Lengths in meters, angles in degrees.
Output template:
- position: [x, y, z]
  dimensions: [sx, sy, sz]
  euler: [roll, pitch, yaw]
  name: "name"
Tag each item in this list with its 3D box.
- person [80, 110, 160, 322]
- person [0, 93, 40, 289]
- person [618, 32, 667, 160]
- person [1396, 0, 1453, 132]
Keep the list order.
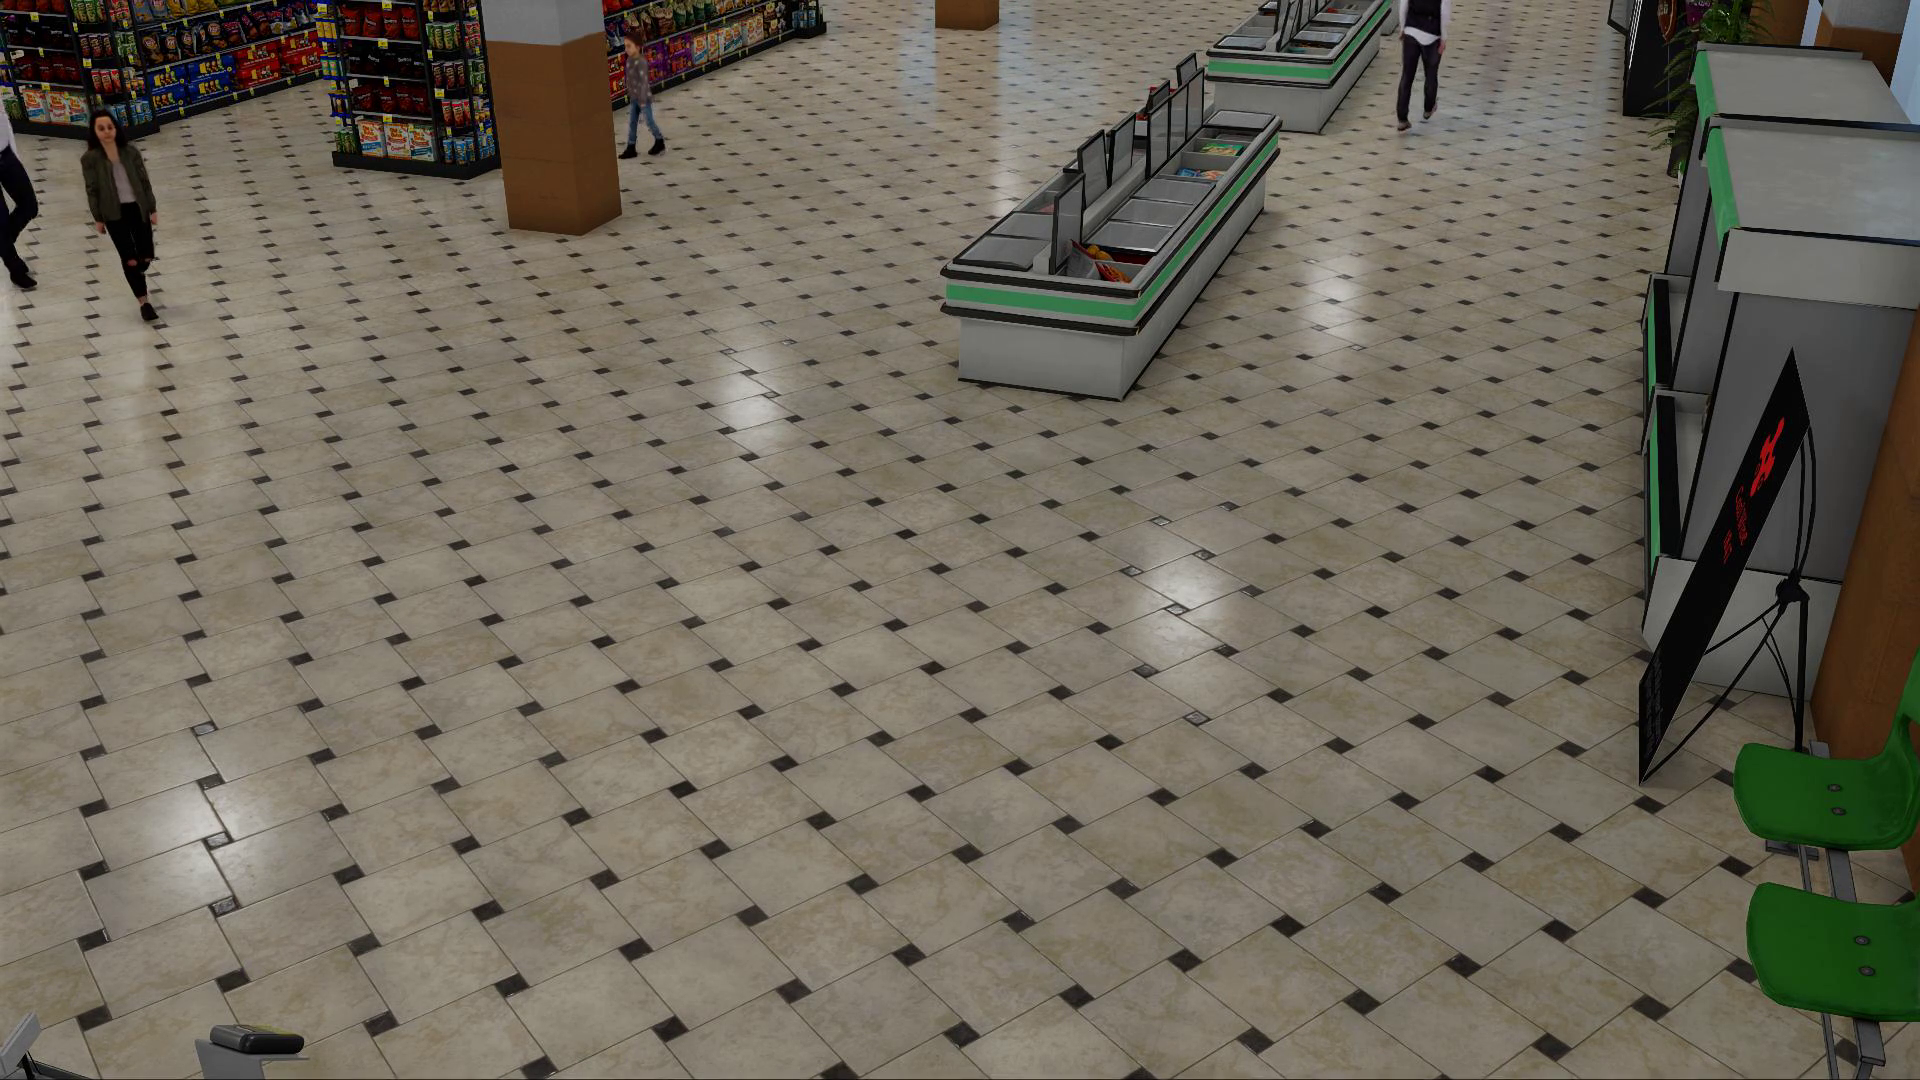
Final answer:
- position: [-5.979, -2.329, 11.888]
  dimensions: [0.954, 1.457, 0.934]
  euler: [-19, 33, -33]
  name: "person"
- position: [-7.297, -2.827, 12.436]
  dimensions: [0.770, 1.848, 0.790]
  euler: [15, 31, 27]
  name: "person"
- position: [-3.049, -4.299, 16.078]
  dimensions: [0.803, 1.179, 0.665]
  euler: [-24, 35, -39]
  name: "person"
- position: [4.643, -5.019, 16.858]
  dimensions: [0.826, 1.759, 1.282]
  euler: [14, 30, 25]
  name: "person"
